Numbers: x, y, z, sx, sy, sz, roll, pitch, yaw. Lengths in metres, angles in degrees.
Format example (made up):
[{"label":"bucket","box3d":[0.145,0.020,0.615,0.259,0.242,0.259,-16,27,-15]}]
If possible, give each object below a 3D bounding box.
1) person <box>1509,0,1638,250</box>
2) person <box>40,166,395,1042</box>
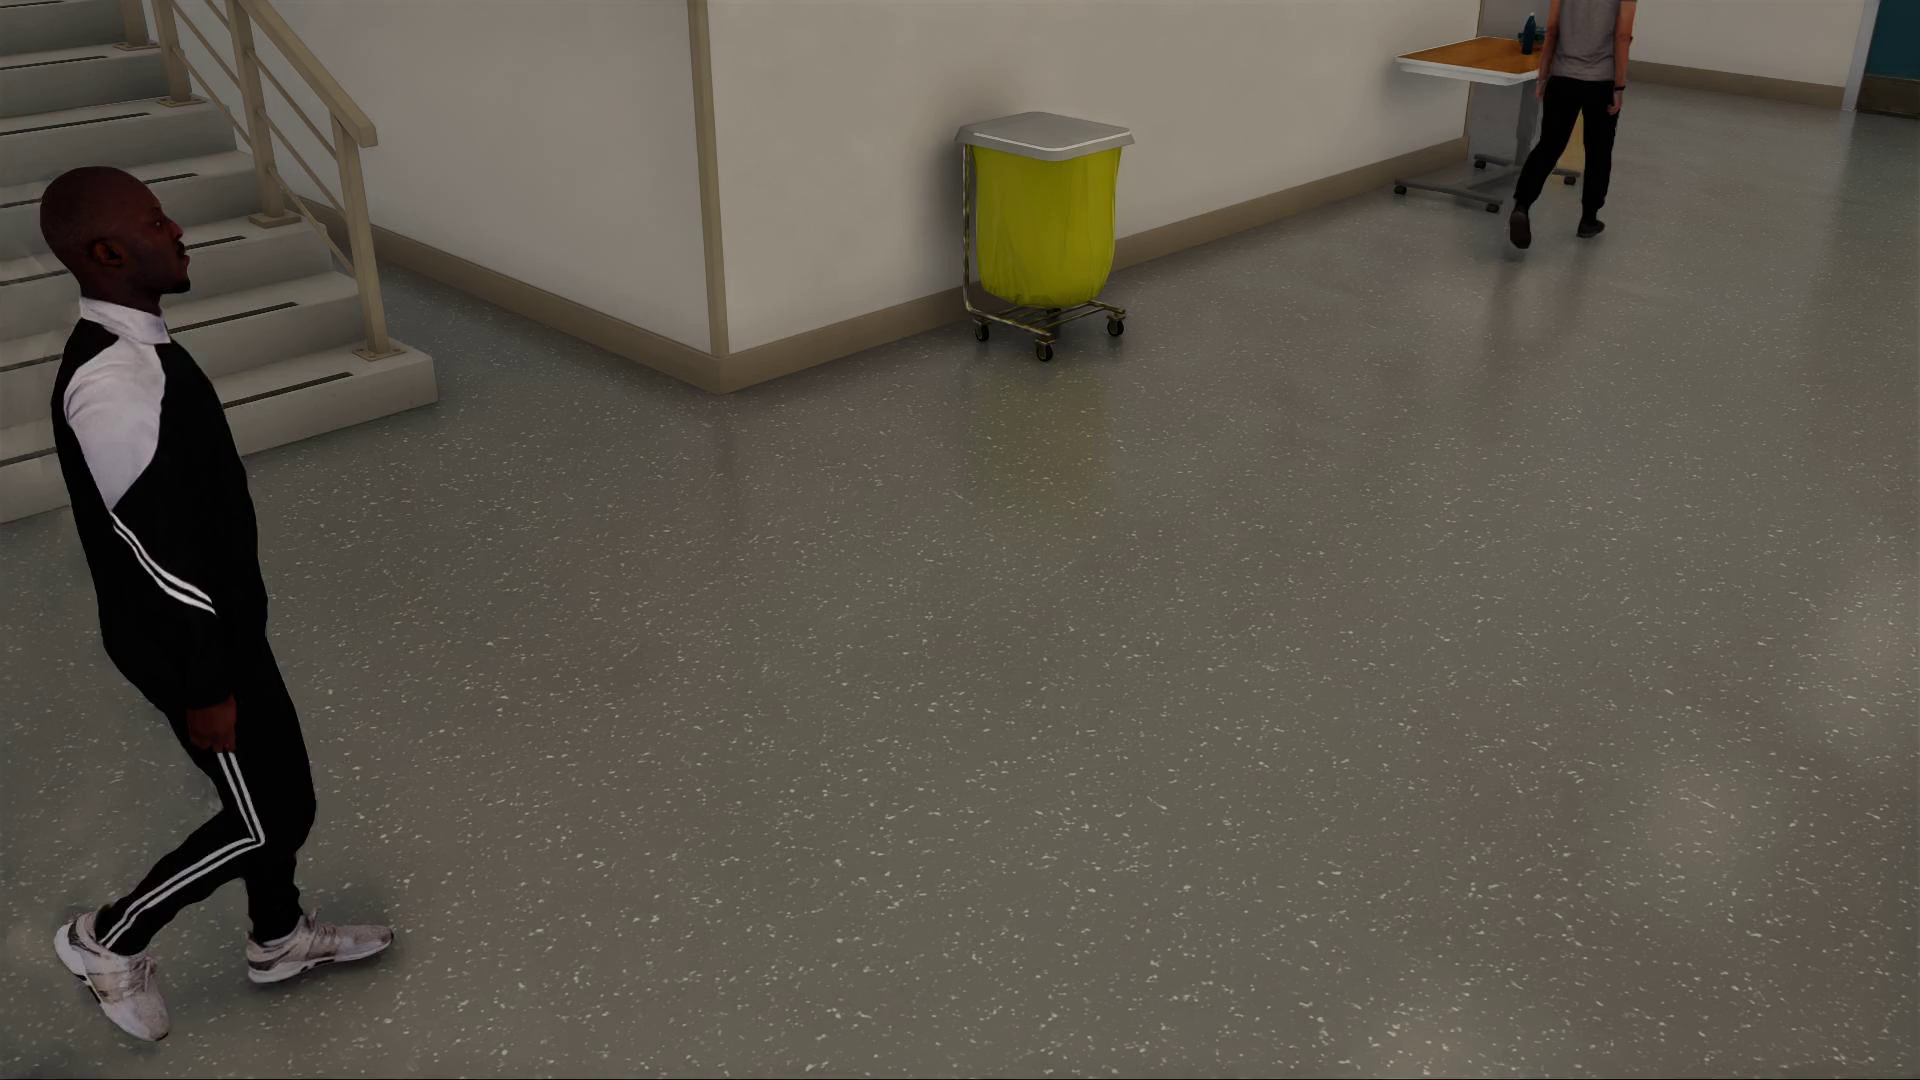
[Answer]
[{"label":"person","box3d":[3.213,-2.377,8.676,1.048,1.729,0.778,19,31,34]},{"label":"person","box3d":[-1.578,0.196,3.248,0.931,1.809,0.929,-9,27,-18]}]
